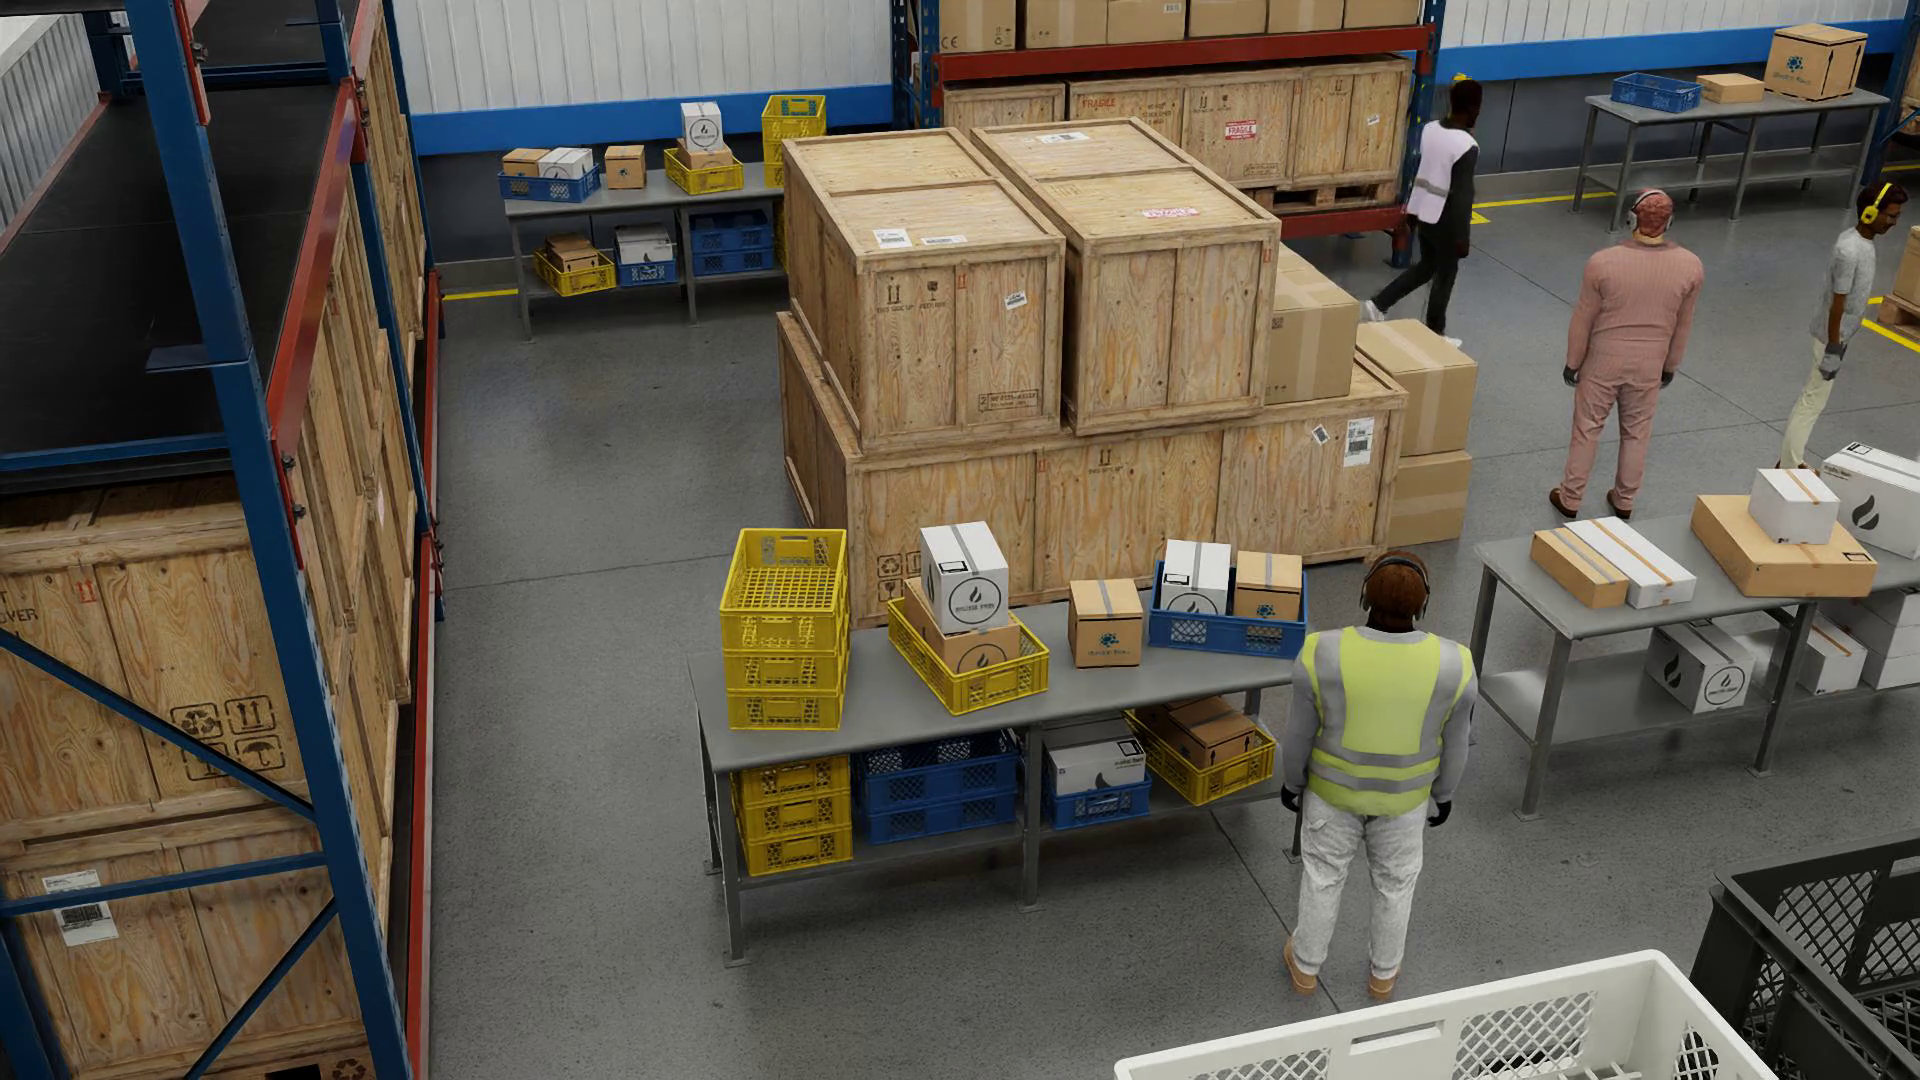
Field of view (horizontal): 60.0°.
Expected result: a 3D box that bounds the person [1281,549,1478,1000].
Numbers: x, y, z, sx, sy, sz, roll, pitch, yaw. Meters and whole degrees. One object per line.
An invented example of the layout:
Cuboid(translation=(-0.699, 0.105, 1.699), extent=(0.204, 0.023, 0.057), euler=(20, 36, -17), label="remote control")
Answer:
Cuboid(translation=(1.451, 0.859, 5.913), extent=(0.633, 1.843, 0.429), euler=(4, 29, 7), label="person")

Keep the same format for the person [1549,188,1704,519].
Cuboid(translation=(3.683, -1.014, 9.258), extent=(0.644, 1.900, 0.402), euler=(2, 29, 4), label="person")

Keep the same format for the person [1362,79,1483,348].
Cuboid(translation=(3.238, -2.200, 11.418), extent=(0.618, 1.897, 0.617), euler=(-7, 30, -13), label="person")

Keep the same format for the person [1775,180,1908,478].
Cuboid(translation=(5.027, -1.141, 9.527), extent=(0.328, 1.861, 0.518), euler=(15, 32, 25), label="person")
